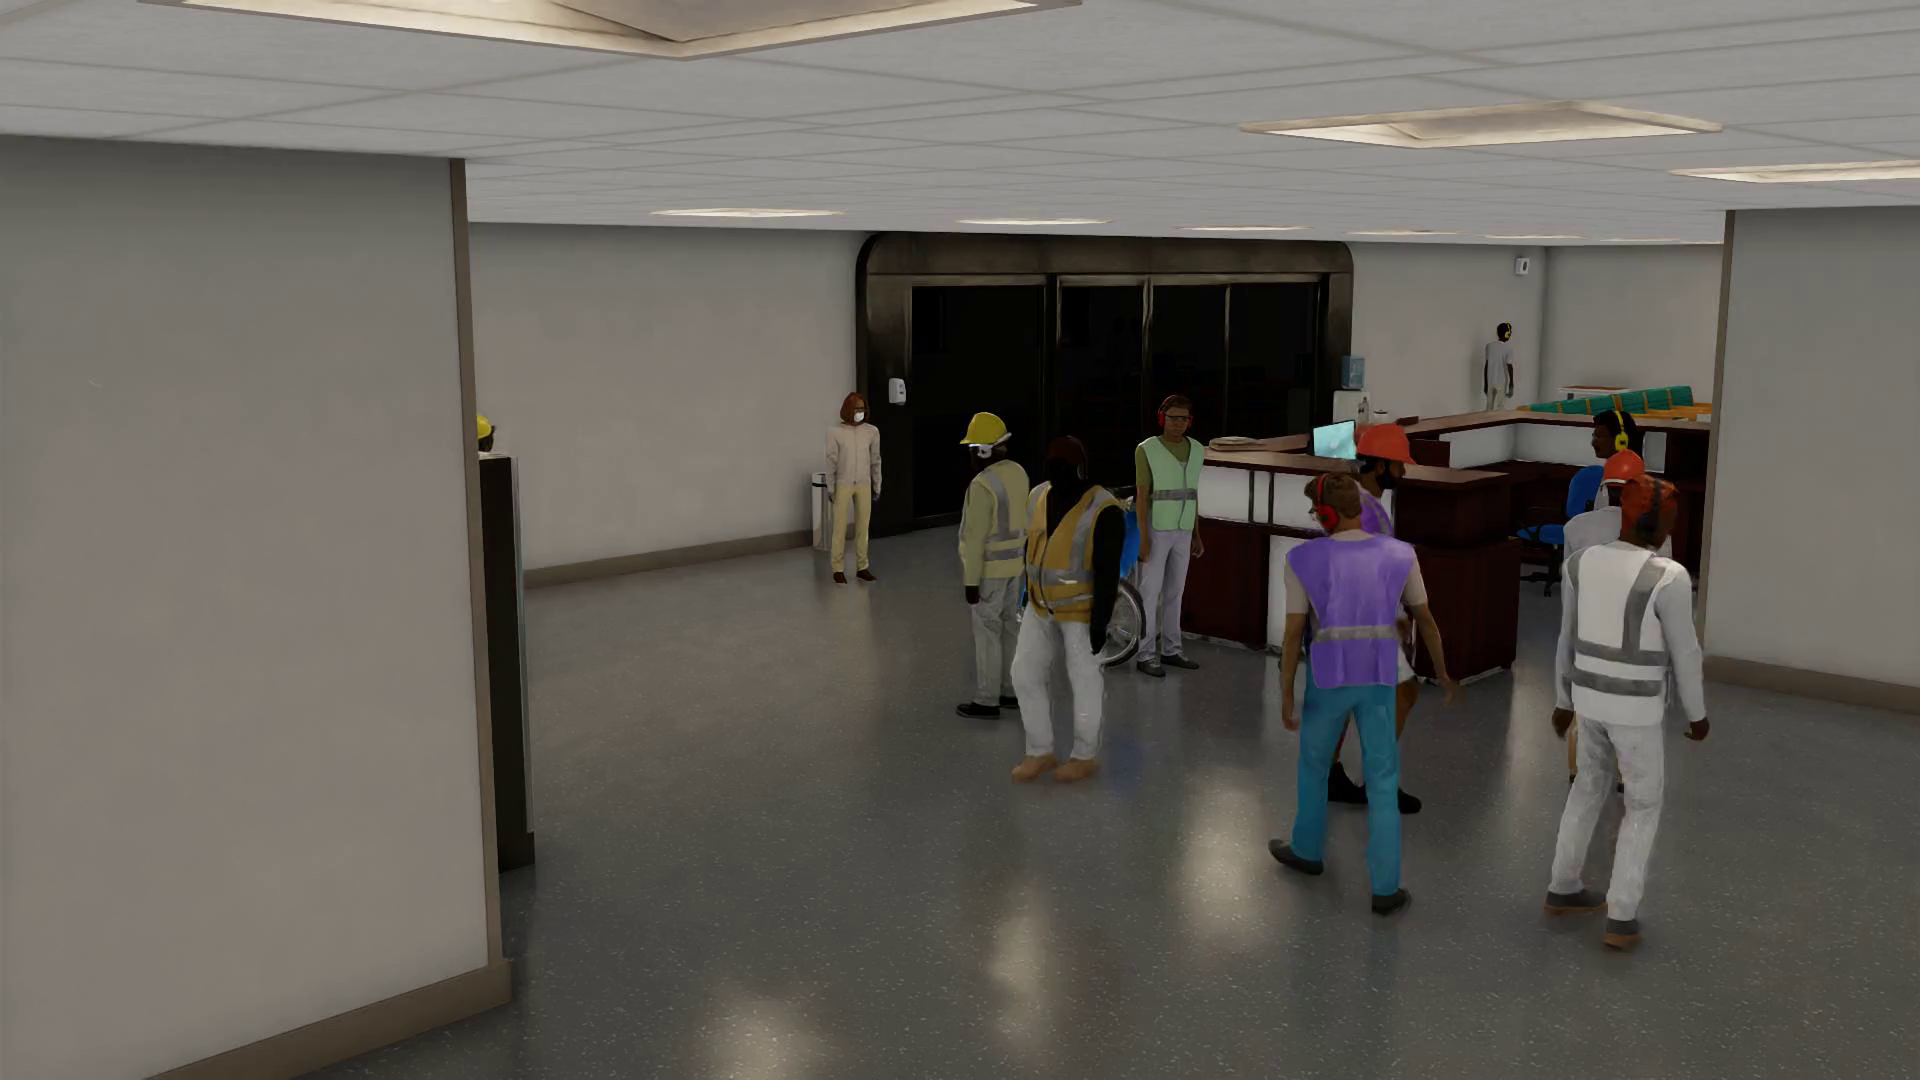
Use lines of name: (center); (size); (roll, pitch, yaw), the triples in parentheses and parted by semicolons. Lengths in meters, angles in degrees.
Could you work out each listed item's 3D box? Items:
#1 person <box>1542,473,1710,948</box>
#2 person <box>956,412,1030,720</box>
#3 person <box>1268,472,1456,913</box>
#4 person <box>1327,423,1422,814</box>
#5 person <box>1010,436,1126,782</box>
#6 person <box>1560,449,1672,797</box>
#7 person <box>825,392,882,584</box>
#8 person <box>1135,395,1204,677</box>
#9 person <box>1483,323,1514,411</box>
person: (2.628, 0.660, 6.599); (0.401, 1.872, 0.594); (-4, 10, -25)
person: (0.191, 0.156, 9.826); (0.404, 1.826, 0.593); (5, 11, 28)
person: (1.736, 0.616, 7.057); (0.786, 1.800, 0.774); (0, 9, -1)
person: (2.066, 0.383, 8.150); (0.663, 1.905, 0.538); (1, 9, 6)
person: (0.504, 0.376, 8.488); (0.659, 1.814, 0.641); (9, 13, 44)
person: (3.322, 0.417, 8.417); (0.563, 1.755, 0.321); (9, 13, 43)
person: (-0.899, -0.441, 14.100); (0.504, 1.627, 0.286); (-5, 10, -26)
person: (1.370, -0.039, 10.967); (0.564, 1.840, 0.397); (-7, 12, -36)
person: (8.083, -2.329, 24.972); (0.332, 1.857, 0.520); (-7, 11, -36)
